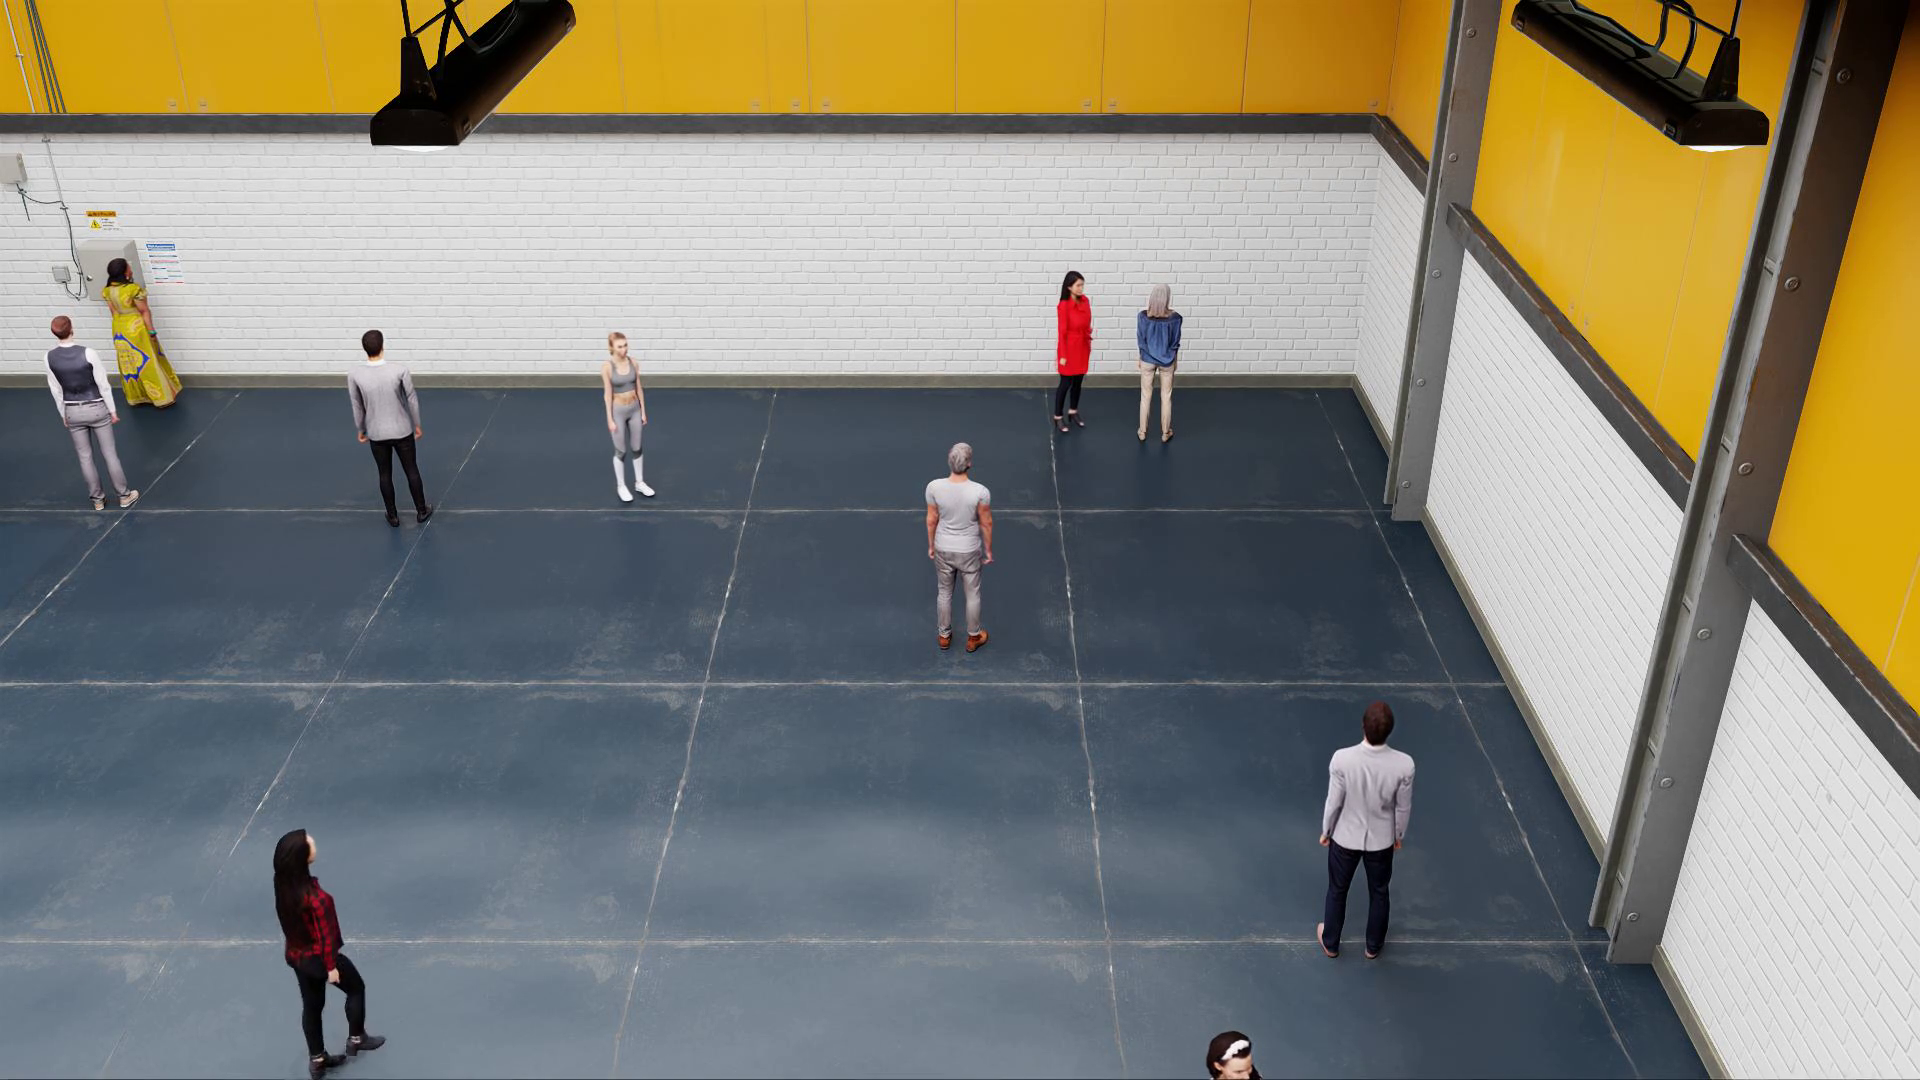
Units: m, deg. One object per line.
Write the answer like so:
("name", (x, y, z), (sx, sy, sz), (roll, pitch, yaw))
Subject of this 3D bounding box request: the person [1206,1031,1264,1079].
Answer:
("person", (1.234, 3.056, 7.964), (0.856, 1.819, 0.910), (-21, 35, -34))

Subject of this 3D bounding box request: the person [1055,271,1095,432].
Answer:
("person", (1.171, -1.957, 17.232), (0.791, 1.744, 0.731), (25, 37, 38))

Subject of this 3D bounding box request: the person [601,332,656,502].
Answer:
("person", (-3.206, -1.195, 15.878), (0.649, 1.704, 0.698), (-22, 35, -34))

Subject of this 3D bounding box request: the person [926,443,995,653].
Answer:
("person", (-0.011, 0.066, 13.433), (0.737, 1.830, 0.625), (6, 29, 10))

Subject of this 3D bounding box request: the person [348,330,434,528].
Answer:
("person", (-5.267, -1.026, 15.339), (0.790, 1.923, 0.714), (-6, 29, -11))

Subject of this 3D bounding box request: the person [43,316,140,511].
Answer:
("person", (-8.221, -1.206, 15.653), (0.702, 1.937, 0.635), (-6, 29, -10))

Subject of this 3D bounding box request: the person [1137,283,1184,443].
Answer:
("person", (2.027, -1.820, 17.029), (0.637, 1.697, 0.600), (4, 29, 7))

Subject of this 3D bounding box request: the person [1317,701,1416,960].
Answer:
("person", (2.481, 1.801, 10.230), (0.700, 1.852, 0.620), (3, 29, 6))

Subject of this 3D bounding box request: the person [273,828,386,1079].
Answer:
("person", (-3.708, 2.392, 9.366), (0.757, 1.642, 0.816), (19, 34, 31))

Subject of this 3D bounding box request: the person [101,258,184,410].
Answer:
("person", (-8.829, -2.216, 17.795), (0.946, 1.660, 0.901), (8, 30, 14))
